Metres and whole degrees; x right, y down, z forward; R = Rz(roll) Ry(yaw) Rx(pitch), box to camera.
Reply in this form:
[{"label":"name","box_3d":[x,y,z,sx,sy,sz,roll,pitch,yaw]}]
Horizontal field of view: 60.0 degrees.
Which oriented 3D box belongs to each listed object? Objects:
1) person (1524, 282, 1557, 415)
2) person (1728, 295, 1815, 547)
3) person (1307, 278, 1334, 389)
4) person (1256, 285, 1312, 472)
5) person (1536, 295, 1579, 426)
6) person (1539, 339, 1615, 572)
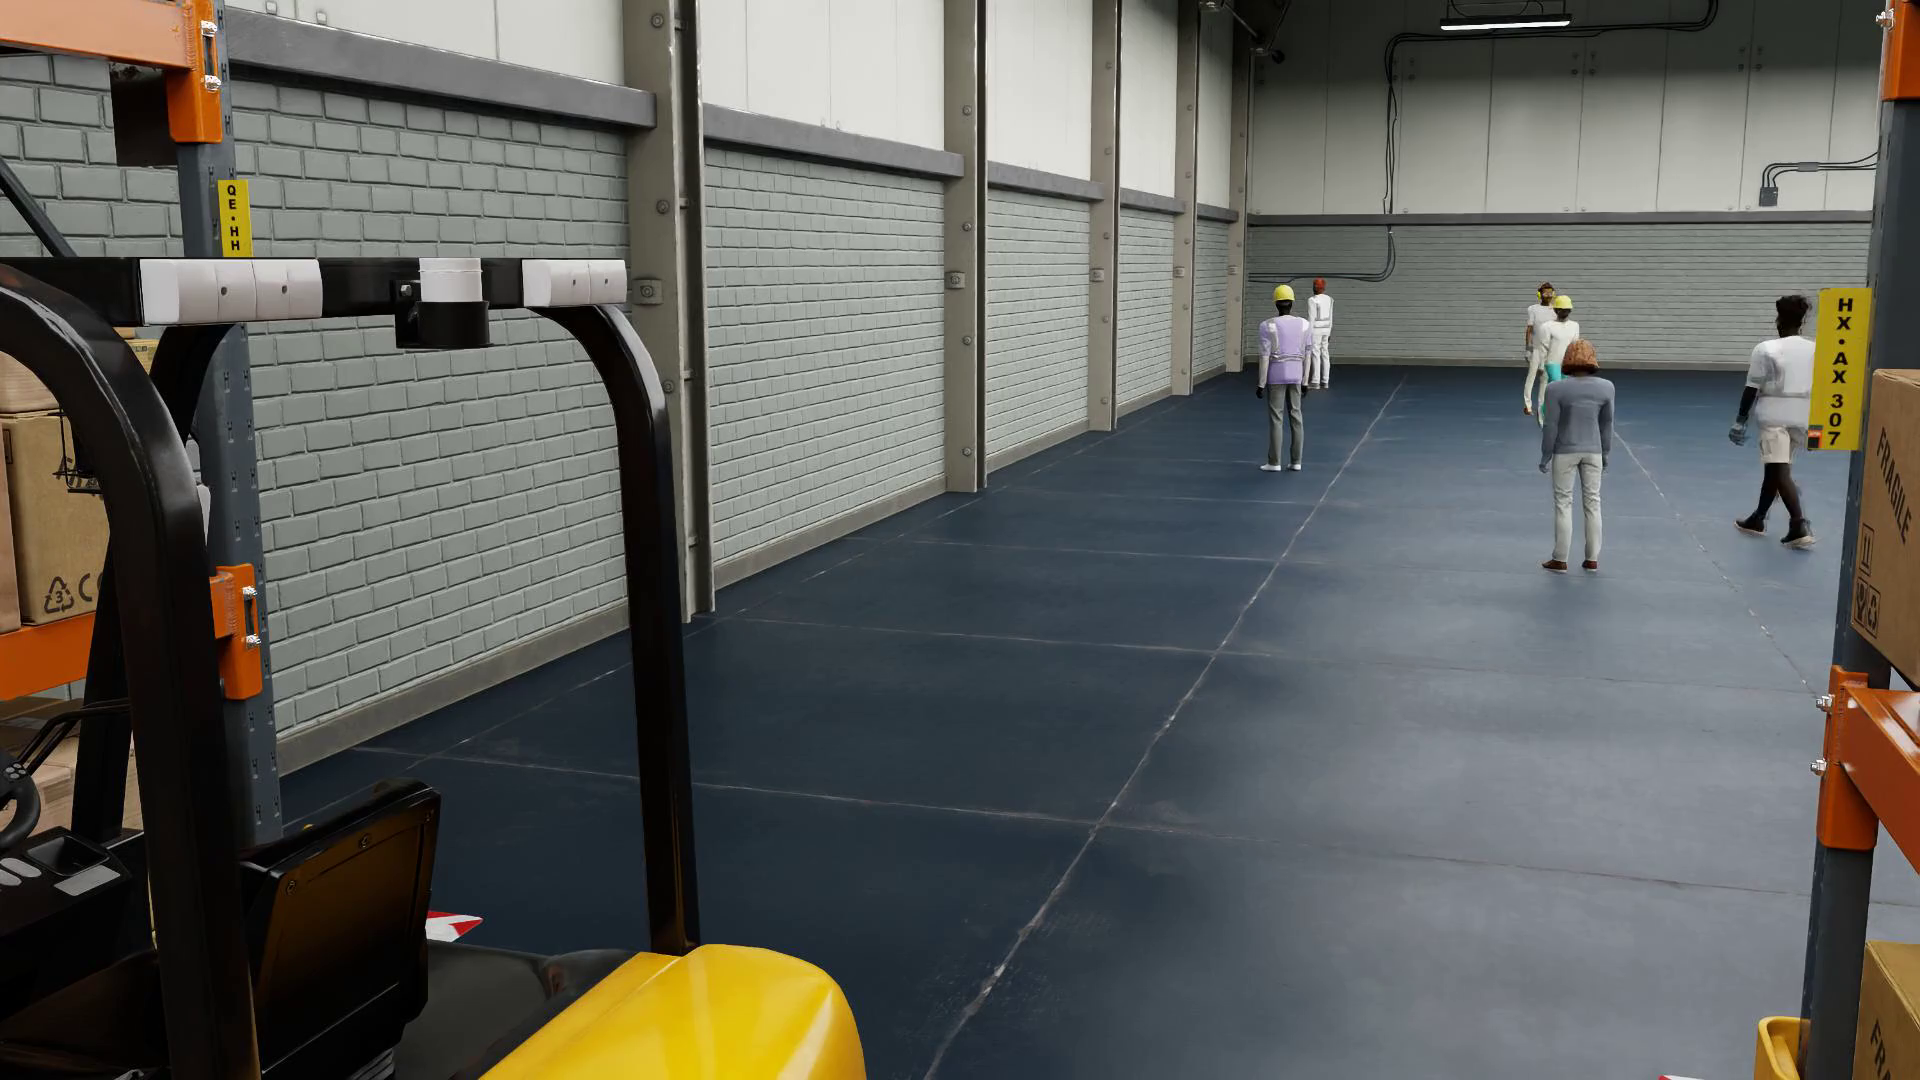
[{"label":"person","box_3d":[8.225,-2.692,23.480,0.514,1.871,0.327,-2,10,-11]},{"label":"person","box_3d":[6.347,-0.925,12.814,0.616,1.920,0.998,-2,10,-12]},{"label":"person","box_3d":[6.108,-3.513,28.336,0.575,1.881,0.356,-7,12,-36]},{"label":"person","box_3d":[3.326,-1.656,17.151,0.589,1.924,0.383,-3,10,-15]},{"label":"person","box_3d":[7.641,-2.266,21.311,0.526,1.741,0.767,-3,10,-16]},{"label":"person","box_3d":[4.301,-0.585,11.630,0.501,1.632,0.288,0,10,-3]}]
